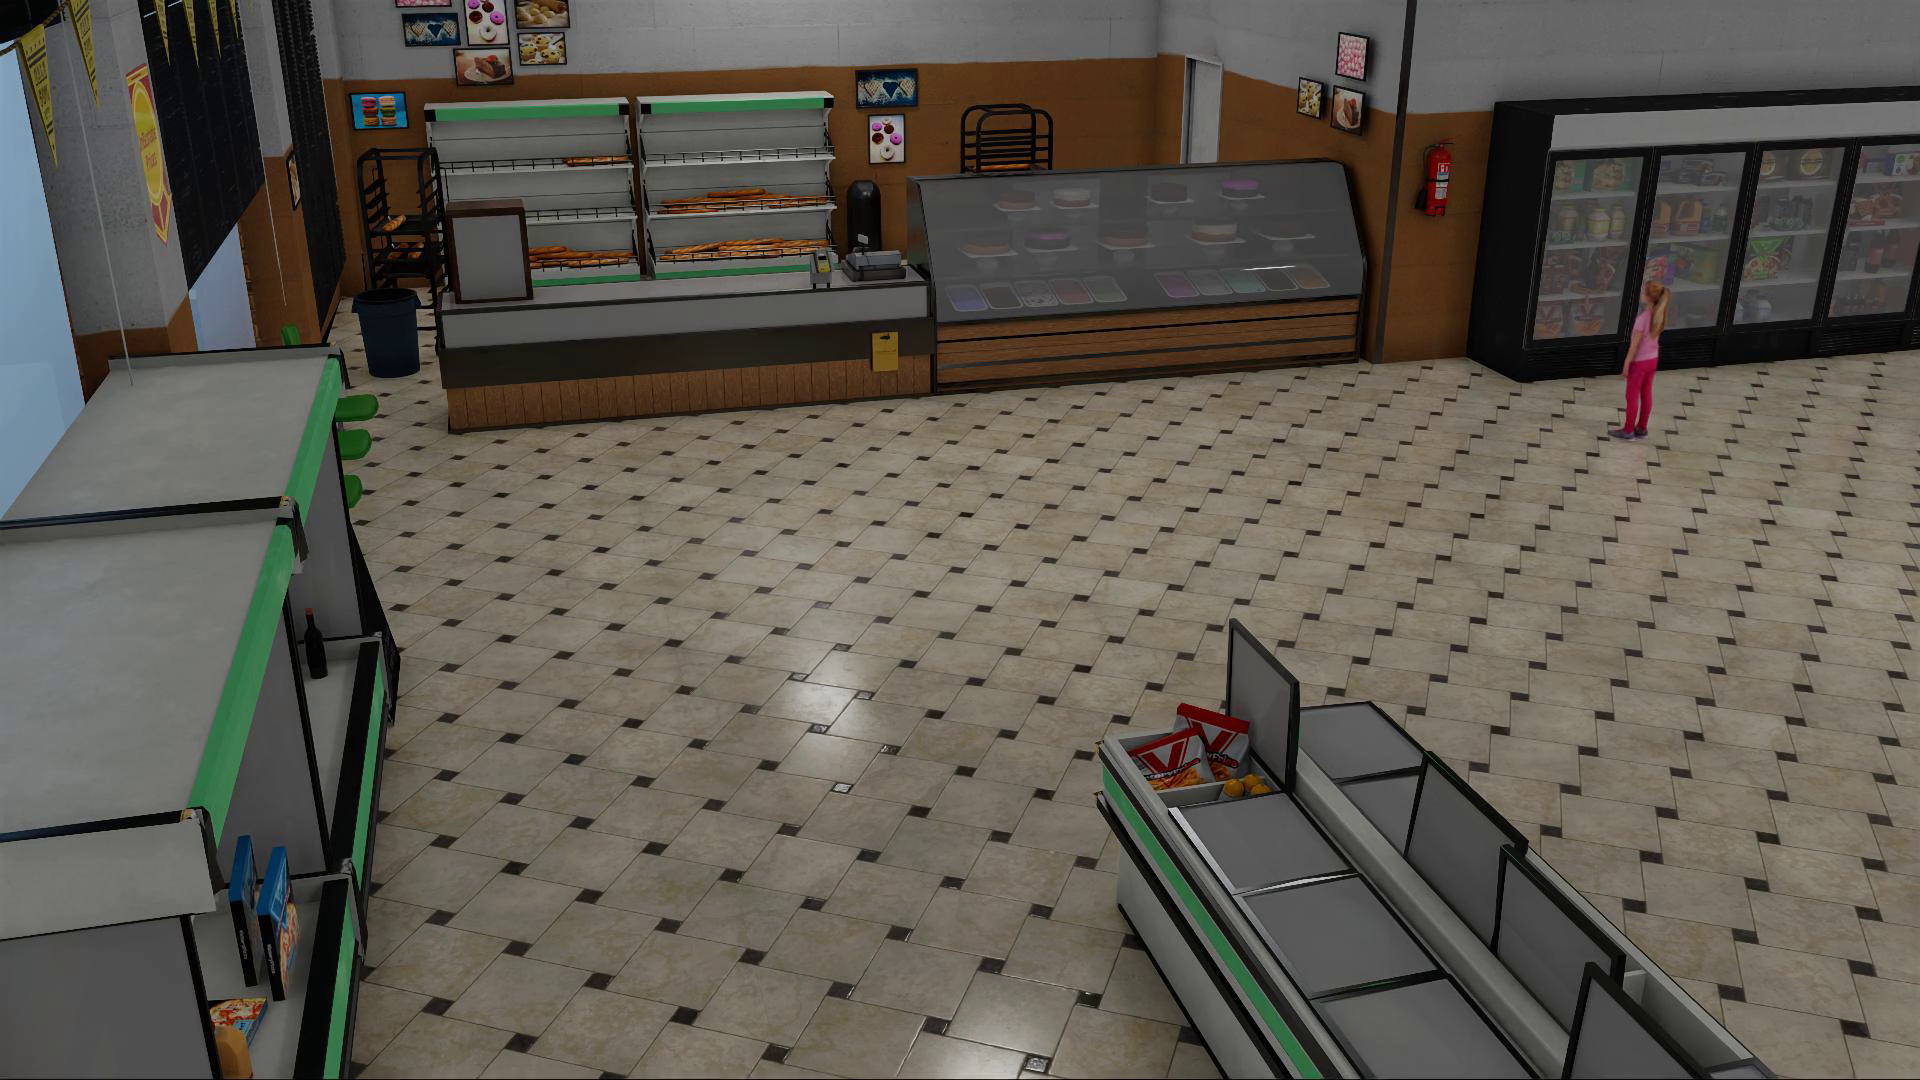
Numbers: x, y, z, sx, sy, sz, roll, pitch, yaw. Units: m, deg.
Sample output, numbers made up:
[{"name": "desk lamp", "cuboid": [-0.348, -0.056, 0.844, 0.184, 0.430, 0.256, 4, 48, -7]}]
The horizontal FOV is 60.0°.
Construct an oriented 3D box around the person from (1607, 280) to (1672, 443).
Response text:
[{"name": "person", "cuboid": [5.337, -1.402, 12.949, 0.560, 1.272, 0.596, -15, 26, -32]}]
